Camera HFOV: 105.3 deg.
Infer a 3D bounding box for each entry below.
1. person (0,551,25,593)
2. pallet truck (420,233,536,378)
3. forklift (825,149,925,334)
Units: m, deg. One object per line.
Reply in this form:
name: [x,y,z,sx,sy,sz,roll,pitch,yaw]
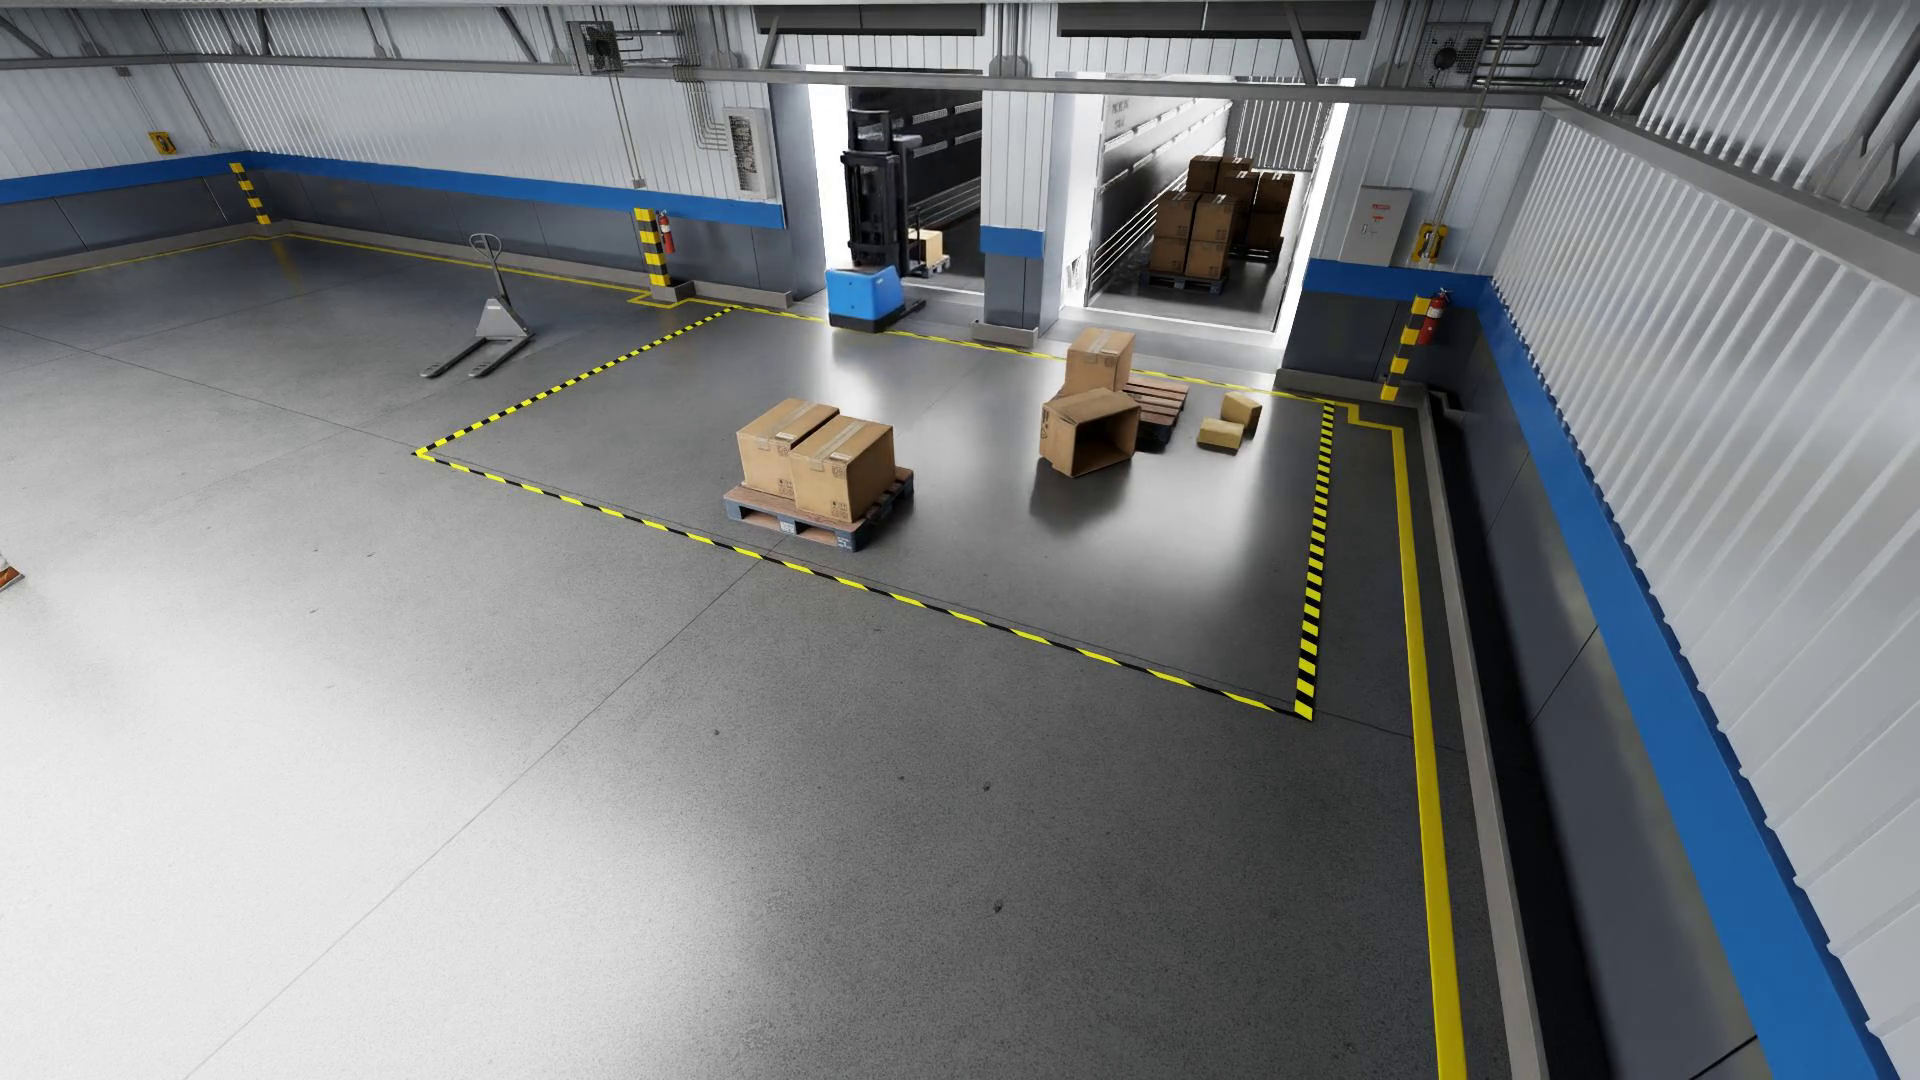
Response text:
person: [-6.918,-0.463,4.659,0.603,1.948,0.387,7,36,9]
pallet truck: [-5.664,-2.712,8.427,0.680,1.201,1.601,0,35,-1]
forklift: [-1.188,-3.680,9.094,0.716,2.013,0.776,15,38,20]
